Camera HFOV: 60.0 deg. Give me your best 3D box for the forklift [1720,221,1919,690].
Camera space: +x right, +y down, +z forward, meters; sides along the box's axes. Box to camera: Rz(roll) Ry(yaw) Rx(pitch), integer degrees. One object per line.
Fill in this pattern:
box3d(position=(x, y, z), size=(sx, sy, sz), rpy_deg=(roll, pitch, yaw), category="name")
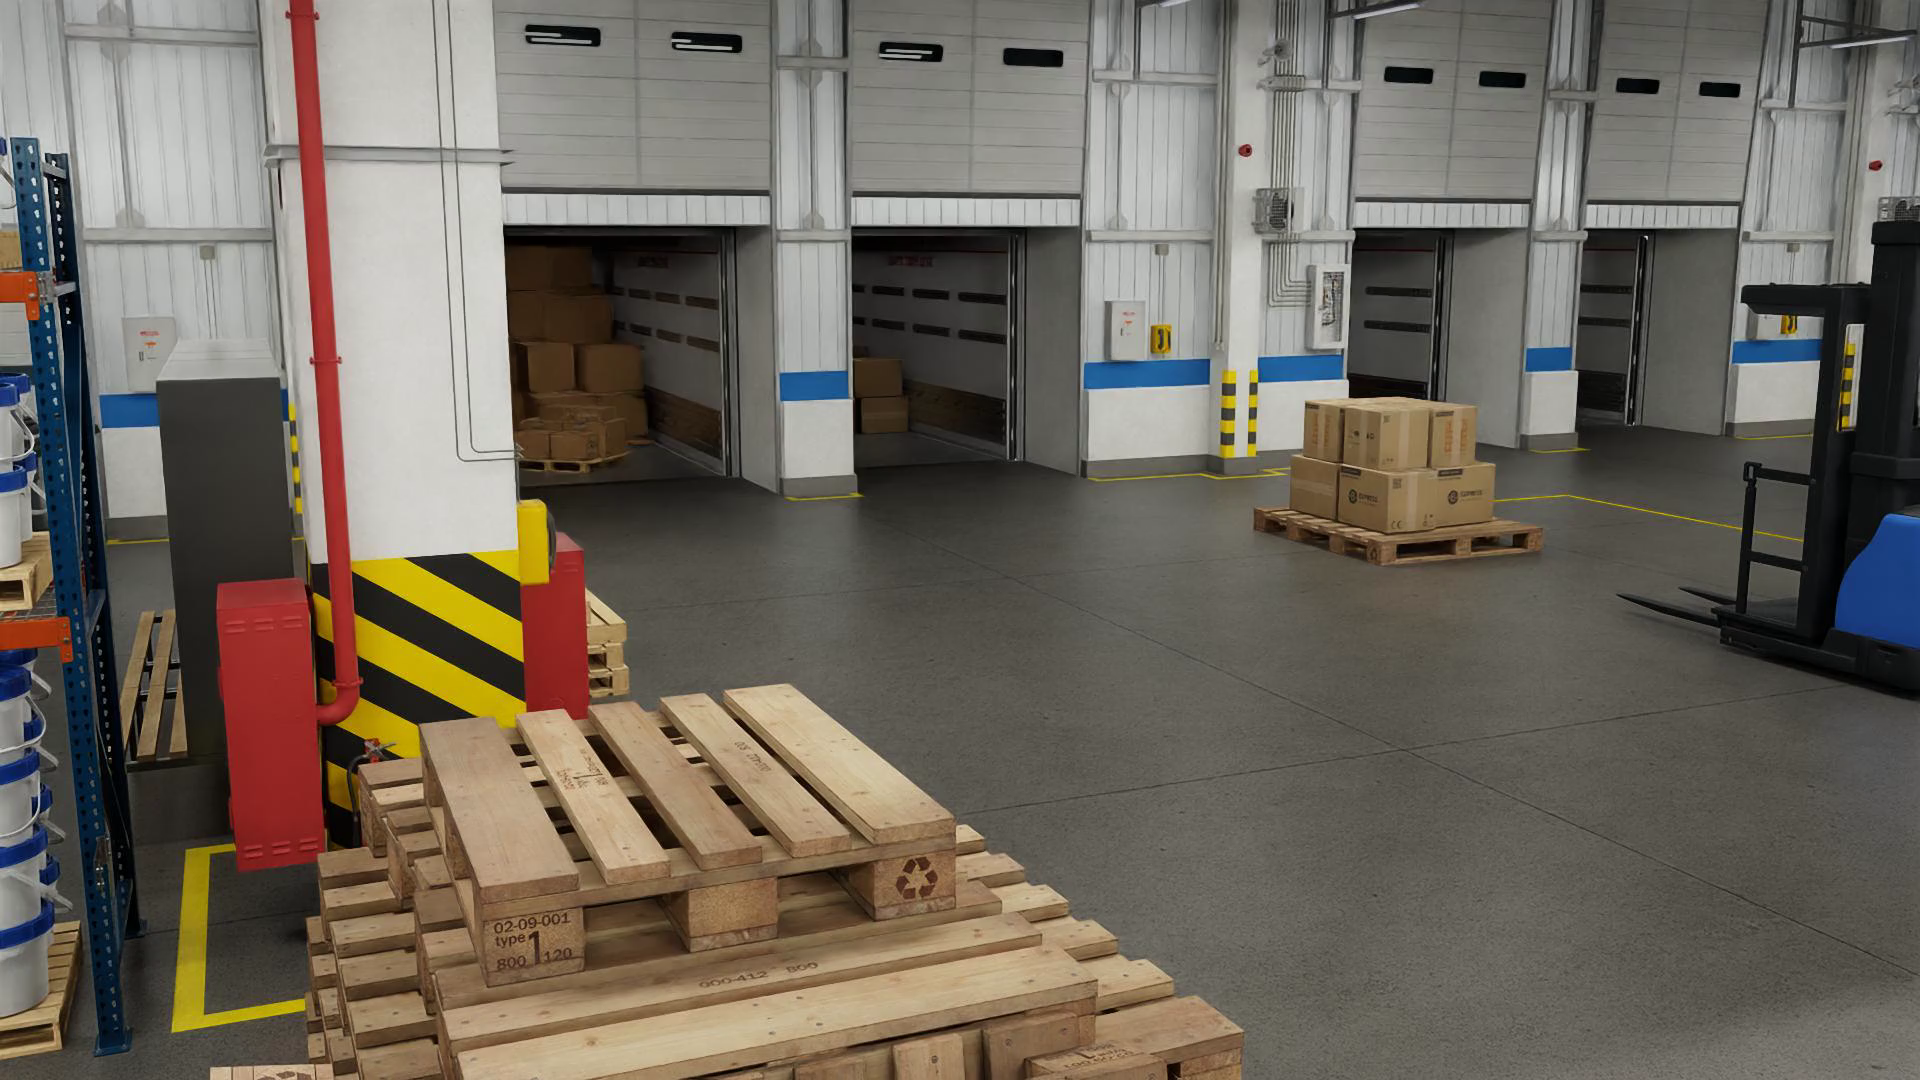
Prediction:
box3d(position=(5.949, -0.550, 10.218), size=(1.129, 2.768, 1.873), rpy_deg=(-4, 11, -23), category="forklift")
